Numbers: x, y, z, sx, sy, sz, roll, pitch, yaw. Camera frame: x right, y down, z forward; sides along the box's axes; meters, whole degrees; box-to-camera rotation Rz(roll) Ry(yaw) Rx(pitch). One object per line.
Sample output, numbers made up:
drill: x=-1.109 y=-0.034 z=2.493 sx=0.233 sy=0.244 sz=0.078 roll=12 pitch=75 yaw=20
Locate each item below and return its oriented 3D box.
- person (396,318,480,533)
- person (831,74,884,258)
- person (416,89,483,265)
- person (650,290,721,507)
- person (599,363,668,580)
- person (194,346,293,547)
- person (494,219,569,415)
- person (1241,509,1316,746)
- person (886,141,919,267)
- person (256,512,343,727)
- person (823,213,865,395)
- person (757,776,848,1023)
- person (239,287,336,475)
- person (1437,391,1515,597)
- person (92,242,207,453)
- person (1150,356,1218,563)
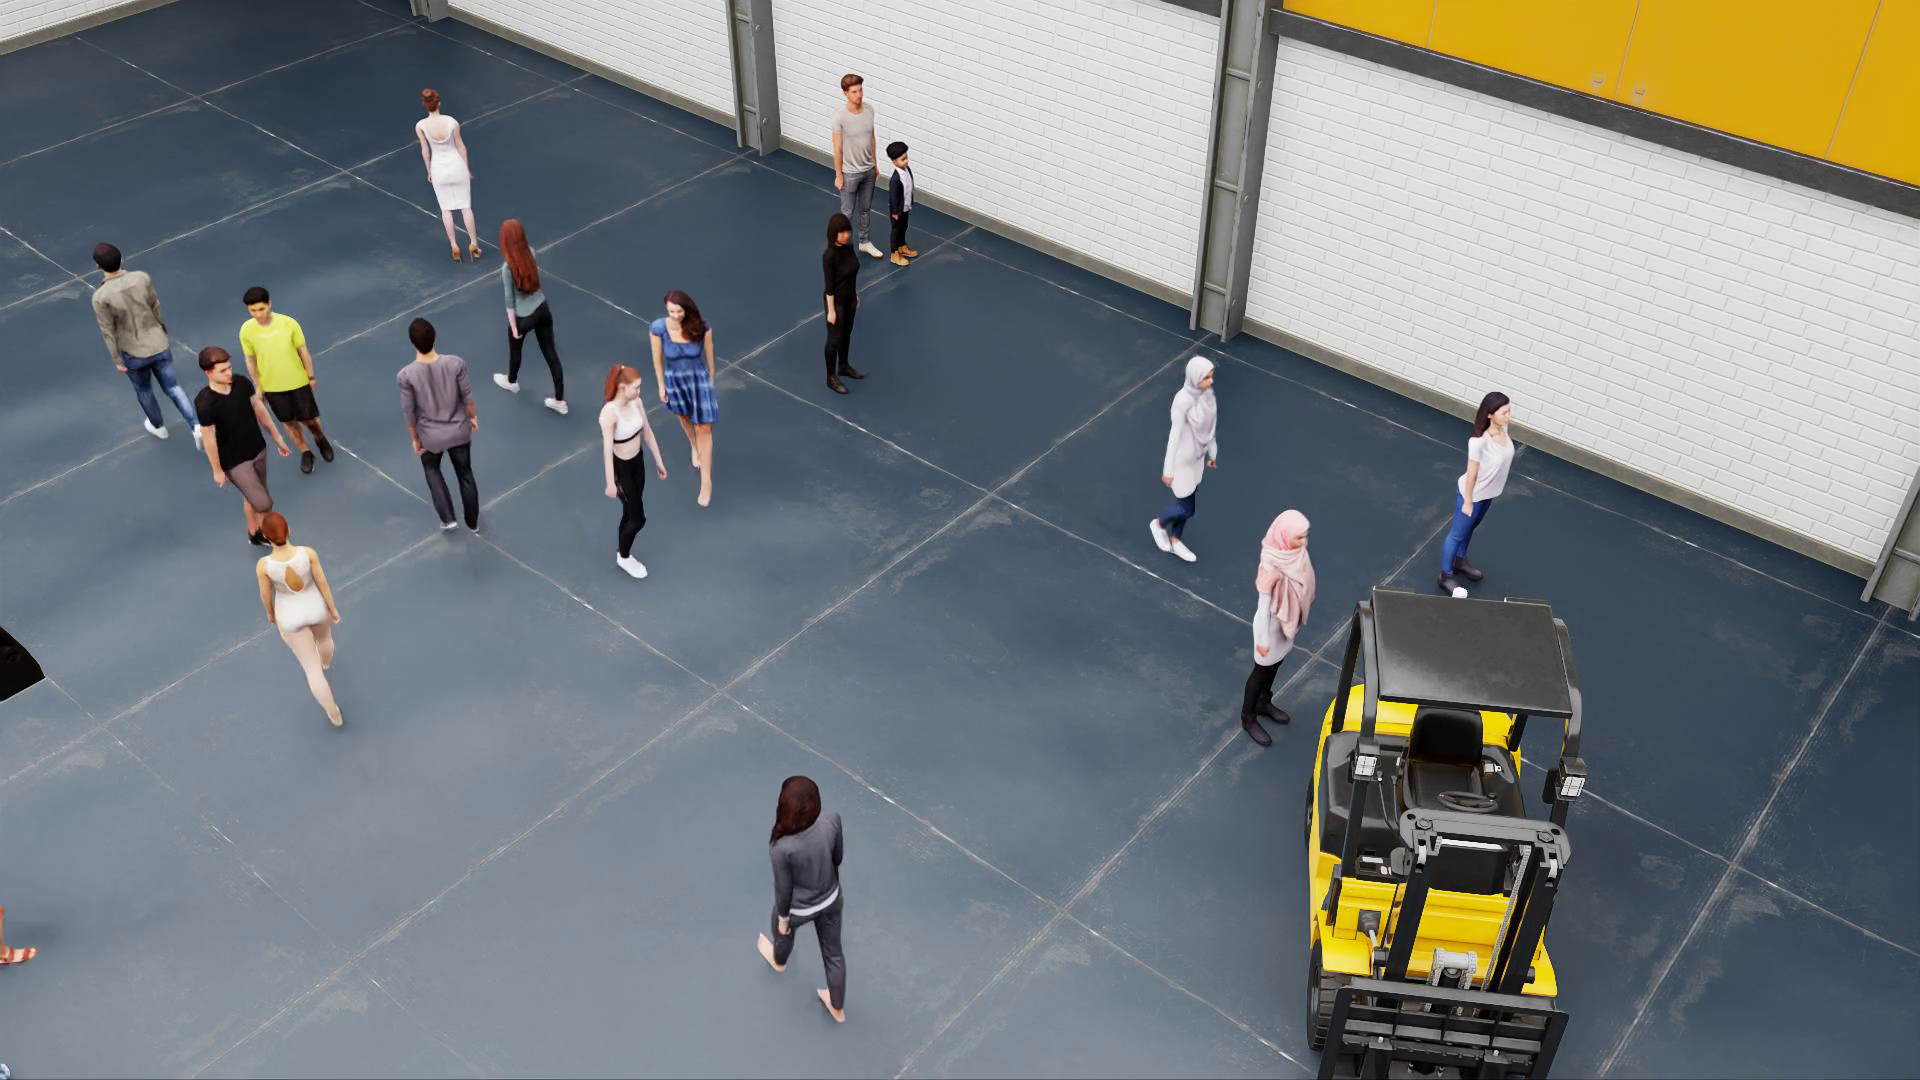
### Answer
person: x=-3.858 y=-0.786 z=12.480 sx=0.799 sy=1.842 sz=0.819 roll=-15 pitch=41 yaw=-18
person: x=-0.996 y=-3.559 z=15.906 sx=0.684 sy=1.899 sz=0.609 roll=-28 pitch=46 yaw=-30
person: x=-4.888 y=-3.481 z=15.895 sx=0.633 sy=1.791 sz=0.681 roll=-5 pitch=39 yaw=-6
person: x=-2.139 y=-1.215 z=13.088 sx=1.114 sy=1.753 sz=1.166 roll=-3 pitch=39 yaw=-4
person: x=-2.507 y=-0.539 z=12.265 sx=0.693 sy=1.722 sz=0.713 roll=22 pitch=44 yaw=25
person: x=-5.384 y=-0.655 z=12.320 sx=1.057 sy=1.837 sz=0.868 roll=12 pitch=40 yaw=15
person: x=-3.512 y=-1.821 z=13.893 sx=1.061 sy=1.695 sz=0.656 roll=23 pitch=44 yaw=26
person: x=2.057 y=0.544 z=10.844 sx=0.584 sy=1.804 sz=0.621 roll=26 pitch=46 yaw=29
person: x=-0.582 y=-3.278 z=16.092 sx=0.549 sy=1.227 sz=0.544 roll=18 pitch=42 yaw=21
person: x=-4.318 y=0.560 z=10.988 sx=0.790 sy=1.599 sz=1.097 roll=-21 pitch=43 yaw=-24
person: x=-1.028 y=-2.052 z=14.226 sx=0.553 sy=1.641 sz=0.605 roll=20 pitch=43 yaw=23
person: x=-0.771 y=2.009 z=9.061 sx=0.806 sy=1.740 sz=1.040 roll=-23 pitch=44 yaw=-27
person: x=-5.395 y=-1.319 z=13.264 sx=0.762 sy=1.695 sz=0.813 roll=-10 pitch=40 yaw=-12
person: x=3.737 y=-0.344 z=12.052 sx=0.505 sy=1.685 sz=0.591 roll=28 pitch=46 yaw=30
person: x=-6.507 y=-1.508 z=13.385 sx=1.074 sy=1.840 sz=0.691 roll=28 pitch=46 yaw=30
person: x=1.613 y=-0.616 z=12.325 sx=0.657 sy=1.768 sz=0.662 roll=-32 pitch=48 yaw=-33
